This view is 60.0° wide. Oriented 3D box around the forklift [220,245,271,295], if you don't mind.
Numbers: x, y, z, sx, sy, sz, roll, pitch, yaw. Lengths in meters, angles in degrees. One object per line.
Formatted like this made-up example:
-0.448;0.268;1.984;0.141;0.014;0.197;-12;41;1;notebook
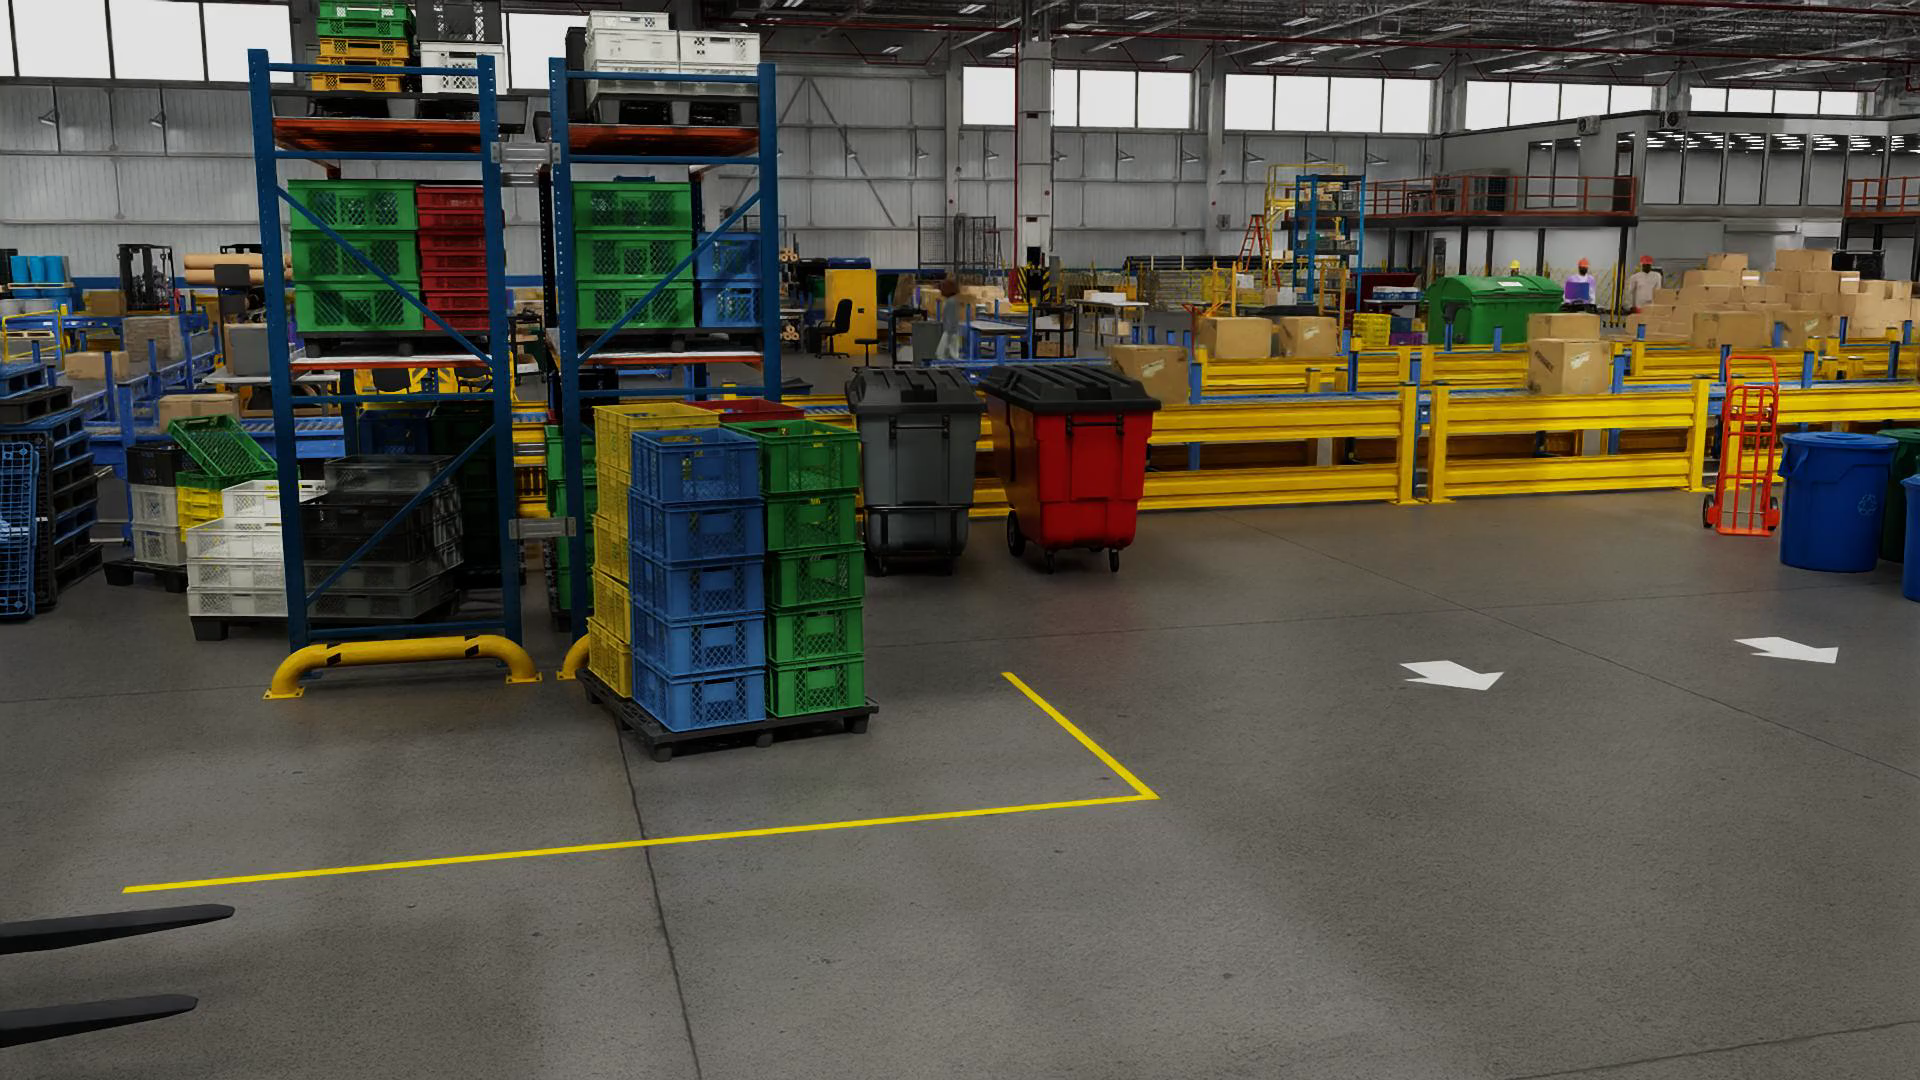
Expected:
-17.749;-6.334;41.440;1.157;1.987;2.680;-3;10;-17;forklift

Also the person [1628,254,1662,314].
13.231;-4.499;32.027;0.634;1.959;0.823;1;10;7;person

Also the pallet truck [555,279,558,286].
-10.604;-6.375;44.520;0.653;1.274;1.630;-3;10;-15;pallet truck

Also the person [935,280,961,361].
-0.204;-3.108;25.111;0.565;1.615;0.531;2;10;11;person

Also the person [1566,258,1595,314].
12.755;-4.855;34.246;0.551;1.902;0.982;-1;10;-7;person

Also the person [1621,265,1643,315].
14.631;-5.091;36.096;0.506;1.704;0.856;-2;10;-11;person

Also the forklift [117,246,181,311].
-19.966;-6.232;40.894;1.157;1.987;2.680;-3;10;-15;forklift

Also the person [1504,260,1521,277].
11.736;-5.011;35.295;0.600;1.831;0.404;5;11;27;person
